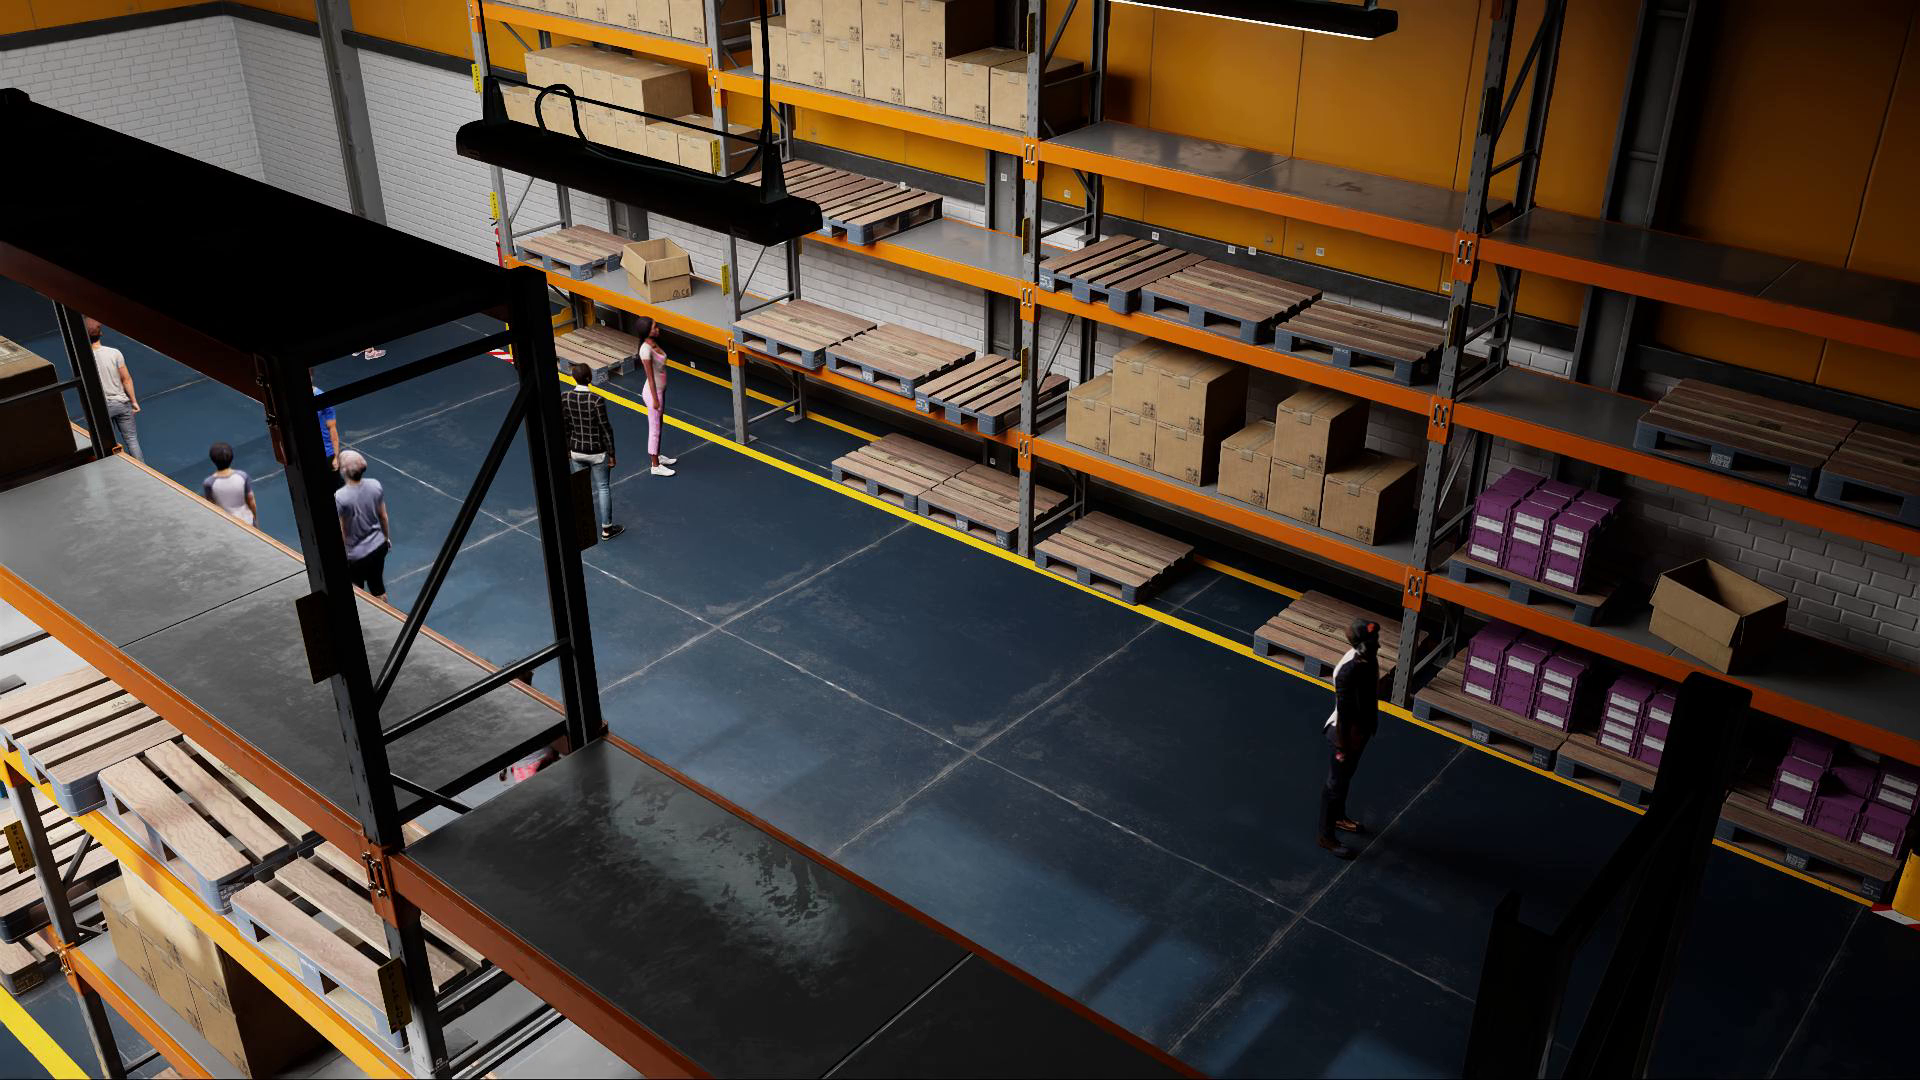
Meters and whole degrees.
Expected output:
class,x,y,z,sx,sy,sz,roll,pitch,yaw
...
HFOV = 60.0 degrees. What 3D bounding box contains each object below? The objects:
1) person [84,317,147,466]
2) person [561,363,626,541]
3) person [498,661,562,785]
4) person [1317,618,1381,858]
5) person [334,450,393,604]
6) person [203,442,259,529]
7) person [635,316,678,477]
class,x,y,z,sx,sy,sz,roll,pitch,yaw
person,-8.742,-1.383,17.093,0.738,1.896,0.683,-15,32,-25
person,-3.626,-0.866,16.227,0.649,1.819,0.805,7,29,12
person,-2.996,1.626,11.848,0.609,1.635,0.582,21,35,33
person,2.818,1.386,12.020,0.645,1.893,0.715,15,32,26
person,-5.091,0.127,14.348,0.928,1.875,0.706,19,34,31
person,-6.605,-0.136,15.170,0.653,1.548,0.668,-17,33,-28
person,-3.223,-1.536,17.537,0.704,1.741,0.647,-2,29,-4
